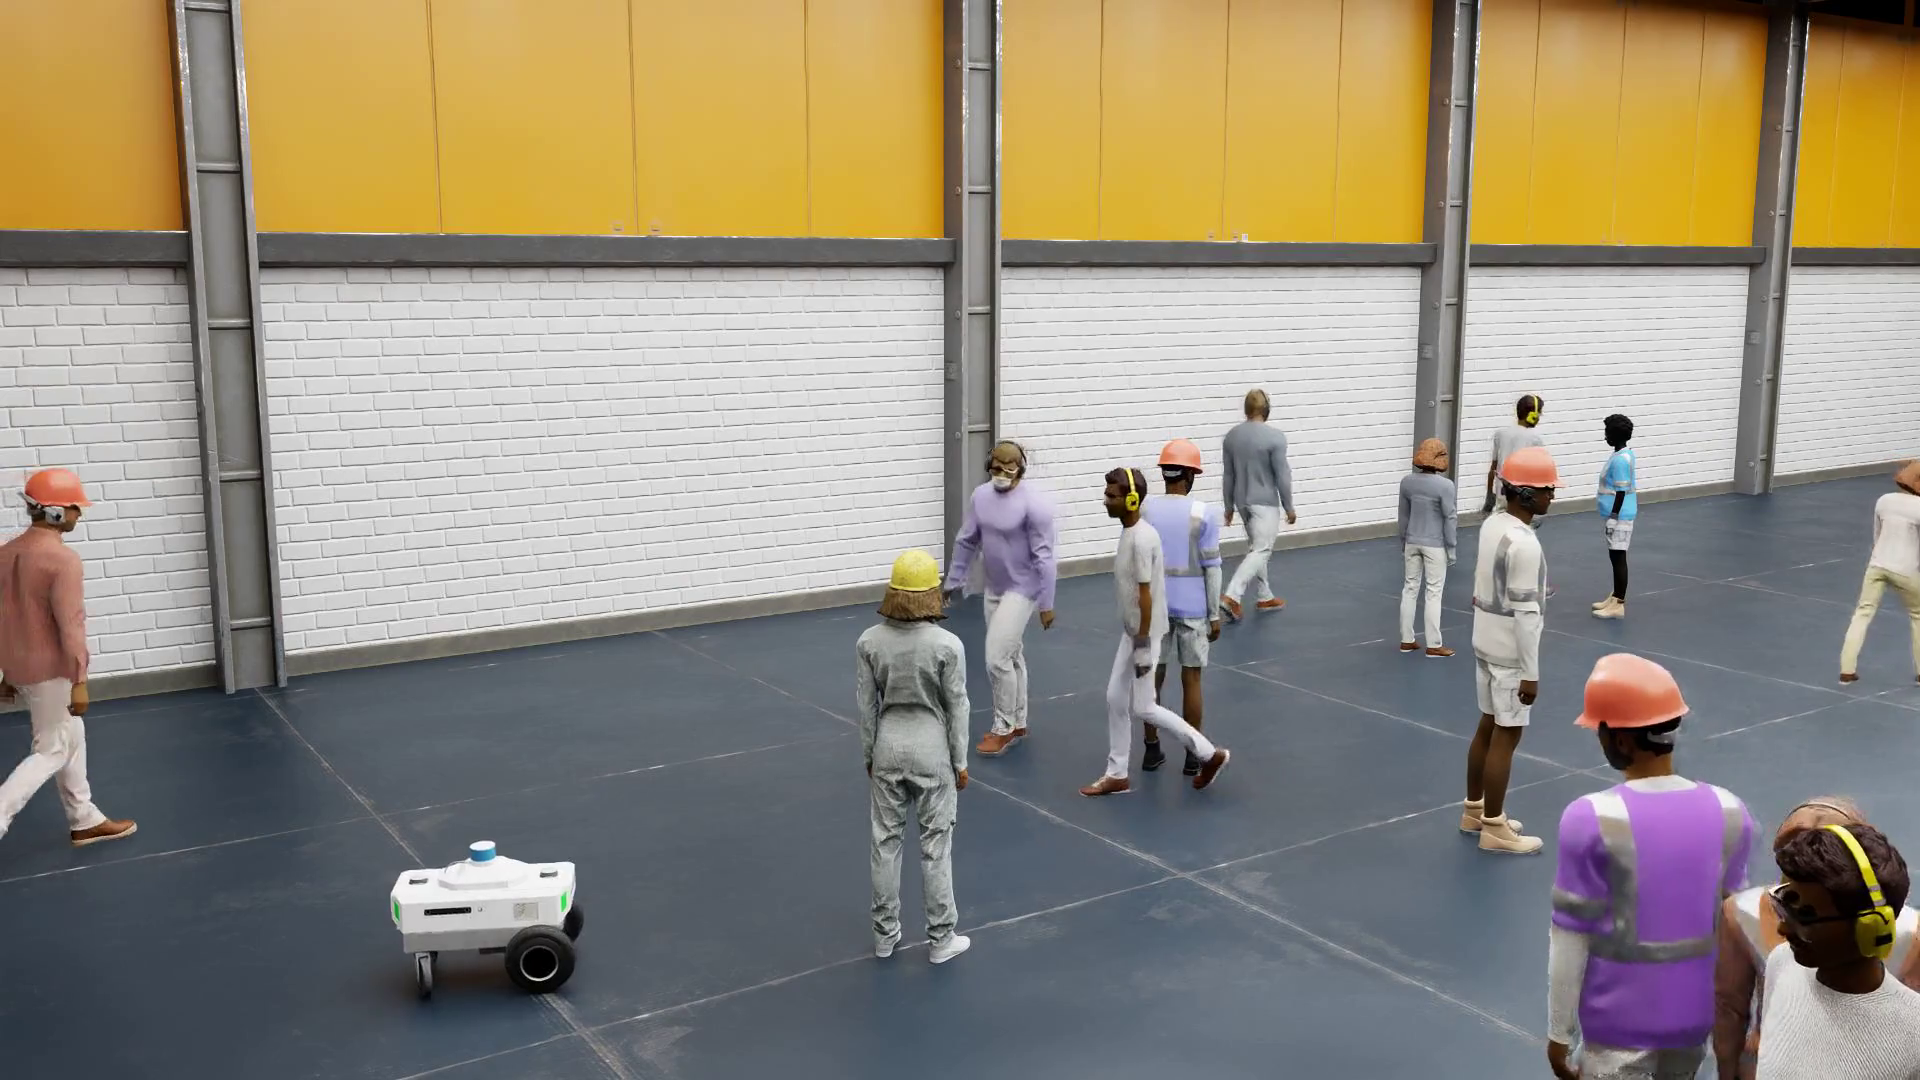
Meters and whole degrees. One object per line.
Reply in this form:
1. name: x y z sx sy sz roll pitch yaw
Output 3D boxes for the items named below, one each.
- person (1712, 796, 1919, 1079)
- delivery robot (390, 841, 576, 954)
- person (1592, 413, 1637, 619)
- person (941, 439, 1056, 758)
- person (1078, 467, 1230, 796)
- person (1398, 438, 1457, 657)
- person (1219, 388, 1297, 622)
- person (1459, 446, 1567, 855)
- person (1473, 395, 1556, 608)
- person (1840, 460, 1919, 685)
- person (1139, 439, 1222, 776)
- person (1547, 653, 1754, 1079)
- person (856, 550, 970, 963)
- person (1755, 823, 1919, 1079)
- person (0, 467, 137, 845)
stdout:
1. person: 2.216 1.413 4.266 0.548 1.617 0.698 6 11 30
2. delivery robot: -1.942 1.476 6.798 0.707 0.478 0.477 -1 10 -8
3. person: 5.421 -0.198 13.743 0.320 1.694 0.532 4 10 23
4. person: 0.210 0.336 9.887 0.650 1.903 0.743 -6 11 -33
5. person: 1.060 0.511 9.033 0.741 1.847 0.521 -1 9 -7
6. person: 3.486 0.055 12.401 0.280 1.634 0.498 -7 12 -36
7. person: 2.413 -0.294 13.686 0.921 1.911 0.640 -6 11 -33
8. person: 2.747 0.550 8.236 0.392 2.038 0.606 0 9 1
9. person: 4.760 -0.331 14.198 0.952 1.802 0.629 -7 12 -36
10. person: 6.505 0.237 11.468 0.727 1.574 0.526 -4 10 -23
11. person: 1.239 0.384 9.535 0.543 1.927 0.375 4 10 25
12. person: 1.852 1.263 4.345 0.570 1.905 0.773 -2 10 -12
13. person: -0.187 0.902 6.967 0.487 1.744 0.294 3 10 18
14. person: 1.693 1.452 3.295 0.326 1.865 0.518 -3 10 -15
15. person: -4.489 0.631 8.007 0.663 1.952 0.897 6 11 33
